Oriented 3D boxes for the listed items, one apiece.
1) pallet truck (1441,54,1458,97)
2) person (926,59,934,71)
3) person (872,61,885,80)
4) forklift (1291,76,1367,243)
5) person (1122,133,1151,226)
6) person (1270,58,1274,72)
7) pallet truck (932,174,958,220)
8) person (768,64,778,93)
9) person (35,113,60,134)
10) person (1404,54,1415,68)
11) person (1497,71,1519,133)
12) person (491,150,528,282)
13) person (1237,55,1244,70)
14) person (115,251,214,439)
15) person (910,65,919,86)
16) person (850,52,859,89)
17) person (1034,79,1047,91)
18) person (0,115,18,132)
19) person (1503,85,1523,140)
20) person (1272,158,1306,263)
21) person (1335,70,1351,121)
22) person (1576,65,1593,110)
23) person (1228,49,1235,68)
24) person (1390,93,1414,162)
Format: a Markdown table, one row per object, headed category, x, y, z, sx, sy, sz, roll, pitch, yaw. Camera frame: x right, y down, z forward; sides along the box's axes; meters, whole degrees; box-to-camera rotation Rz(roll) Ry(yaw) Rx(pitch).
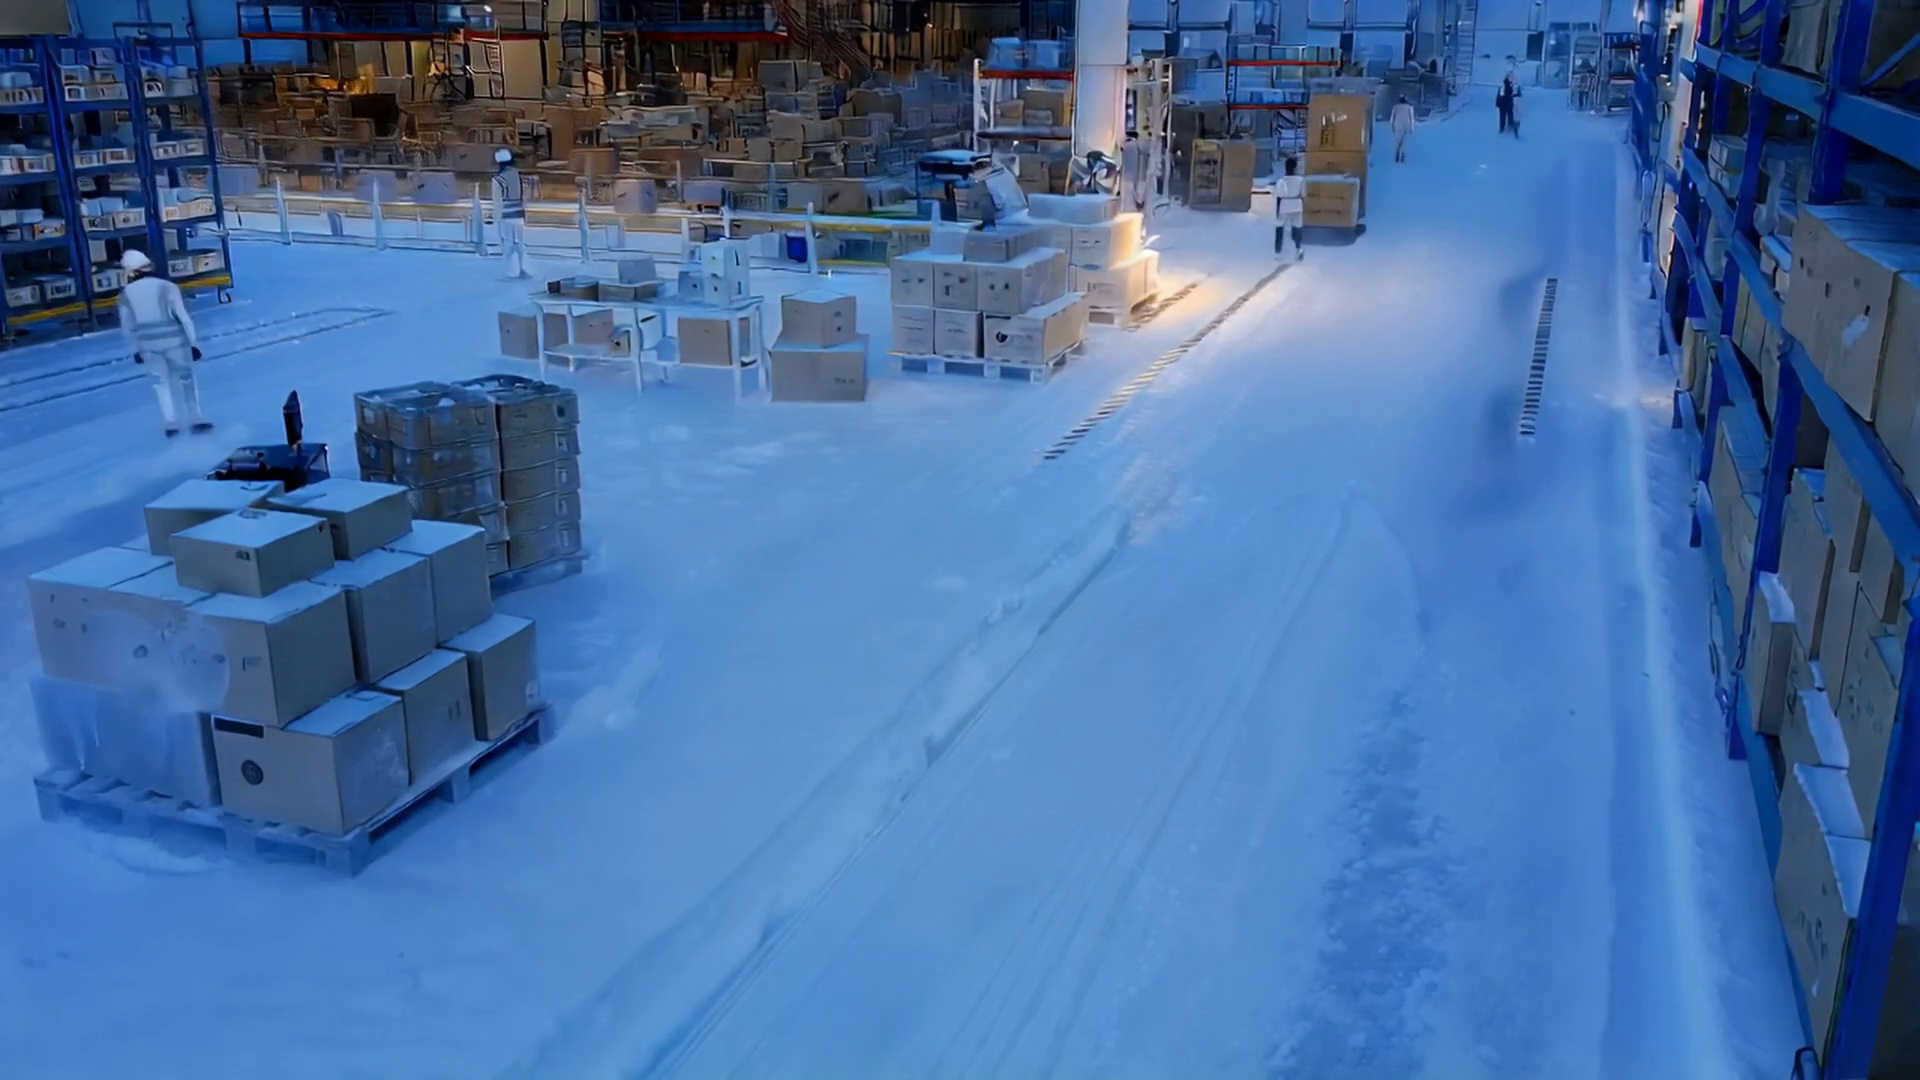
| category | x | y | z | sx | sy | sz | roll | pitch | yaw |
| --- | --- | --- | --- | --- | --- | --- | --- | --- | --- |
| pallet truck | 22.765 | -21.886 | 78.355 | 0.823 | 1.965 | 1.885 | -4 | 18 | -14 |
| person | -1.355 | -20.607 | 74.584 | 0.336 | 1.844 | 0.513 | 13 | 22 | 35 |
| person | -3.334 | -18.846 | 68.895 | 0.607 | 1.938 | 0.905 | -7 | 19 | -21 |
| forklift | 6.598 | -6.755 | 29.381 | 1.129 | 2.768 | 1.873 | 6 | 19 | 19 |
| person | 3.235 | -6.748 | 31.223 | 0.797 | 1.742 | 0.530 | -10 | 20 | -29 |
| person | 16.769 | -25.066 | 88.633 | 0.665 | 1.822 | 0.513 | -16 | 23 | -40 |
| pallet truck | -0.507 | -5.292 | 27.348 | 0.653 | 1.274 | 1.630 | 6 | 19 | 19 |
| person | -7.897 | -19.377 | 70.877 | 0.688 | 1.744 | 0.534 | 9 | 20 | 26 |
| person | -22.782 | -10.212 | 41.705 | 0.604 | 1.998 | 1.038 | -11 | 21 | -32 |
| person | 21.522 | -22.274 | 79.678 | 0.355 | 1.933 | 0.633 | -9 | 20 | -27 |
| person | 18.215 | -14.574 | 55.311 | 0.705 | 2.000 | 0.845 | 7 | 19 | 22 |
| person | -6.753 | -4.849 | 24.913 | 0.393 | 1.943 | 0.602 | 11 | 21 | 31 |
| person | 15.774 | -26.630 | 93.397 | 0.400 | 1.911 | 0.603 | 11 | 21 | 31 |
| person | -7.563 | -1.845 | 15.741 | 0.665 | 1.776 | 0.404 | -2 | 18 | -7 |
| person | -1.888 | -18.190 | 67.002 | 0.886 | 1.833 | 0.560 | 13 | 22 | 36 |
| person | -5.470 | -24.534 | 86.857 | 0.573 | 1.887 | 0.355 | 6 | 19 | 19 |
| person | 3.290 | -18.396 | 67.488 | 0.552 | 1.934 | 0.365 | 8 | 19 | 23 |
| person | -27.820 | -12.335 | 48.494 | 0.640 | 1.909 | 0.409 | -4 | 18 | -13 |
| person | 17.508 | -13.486 | 52.461 | 0.564 | 1.682 | 0.545 | 8 | 19 | 23 |
| person | 5.347 | -5.322 | 26.858 | 0.531 | 1.659 | 0.858 | -2 | 18 | -8 |
| person | 14.262 | -16.511 | 61.756 | 0.979 | 1.833 | 0.502 | -12 | 21 | -33 |
| person | 24.849 | -17.922 | 66.109 | 0.607 | 1.869 | 0.377 | -2 | 18 | -6 |
| person | 15.044 | -26.478 | 92.849 | 0.633 | 1.959 | 0.656 | -13 | 22 | -35 |
| person | 11.786 | -10.985 | 44.396 | 0.605 | 1.819 | 0.610 | 5 | 18 | 15 |
